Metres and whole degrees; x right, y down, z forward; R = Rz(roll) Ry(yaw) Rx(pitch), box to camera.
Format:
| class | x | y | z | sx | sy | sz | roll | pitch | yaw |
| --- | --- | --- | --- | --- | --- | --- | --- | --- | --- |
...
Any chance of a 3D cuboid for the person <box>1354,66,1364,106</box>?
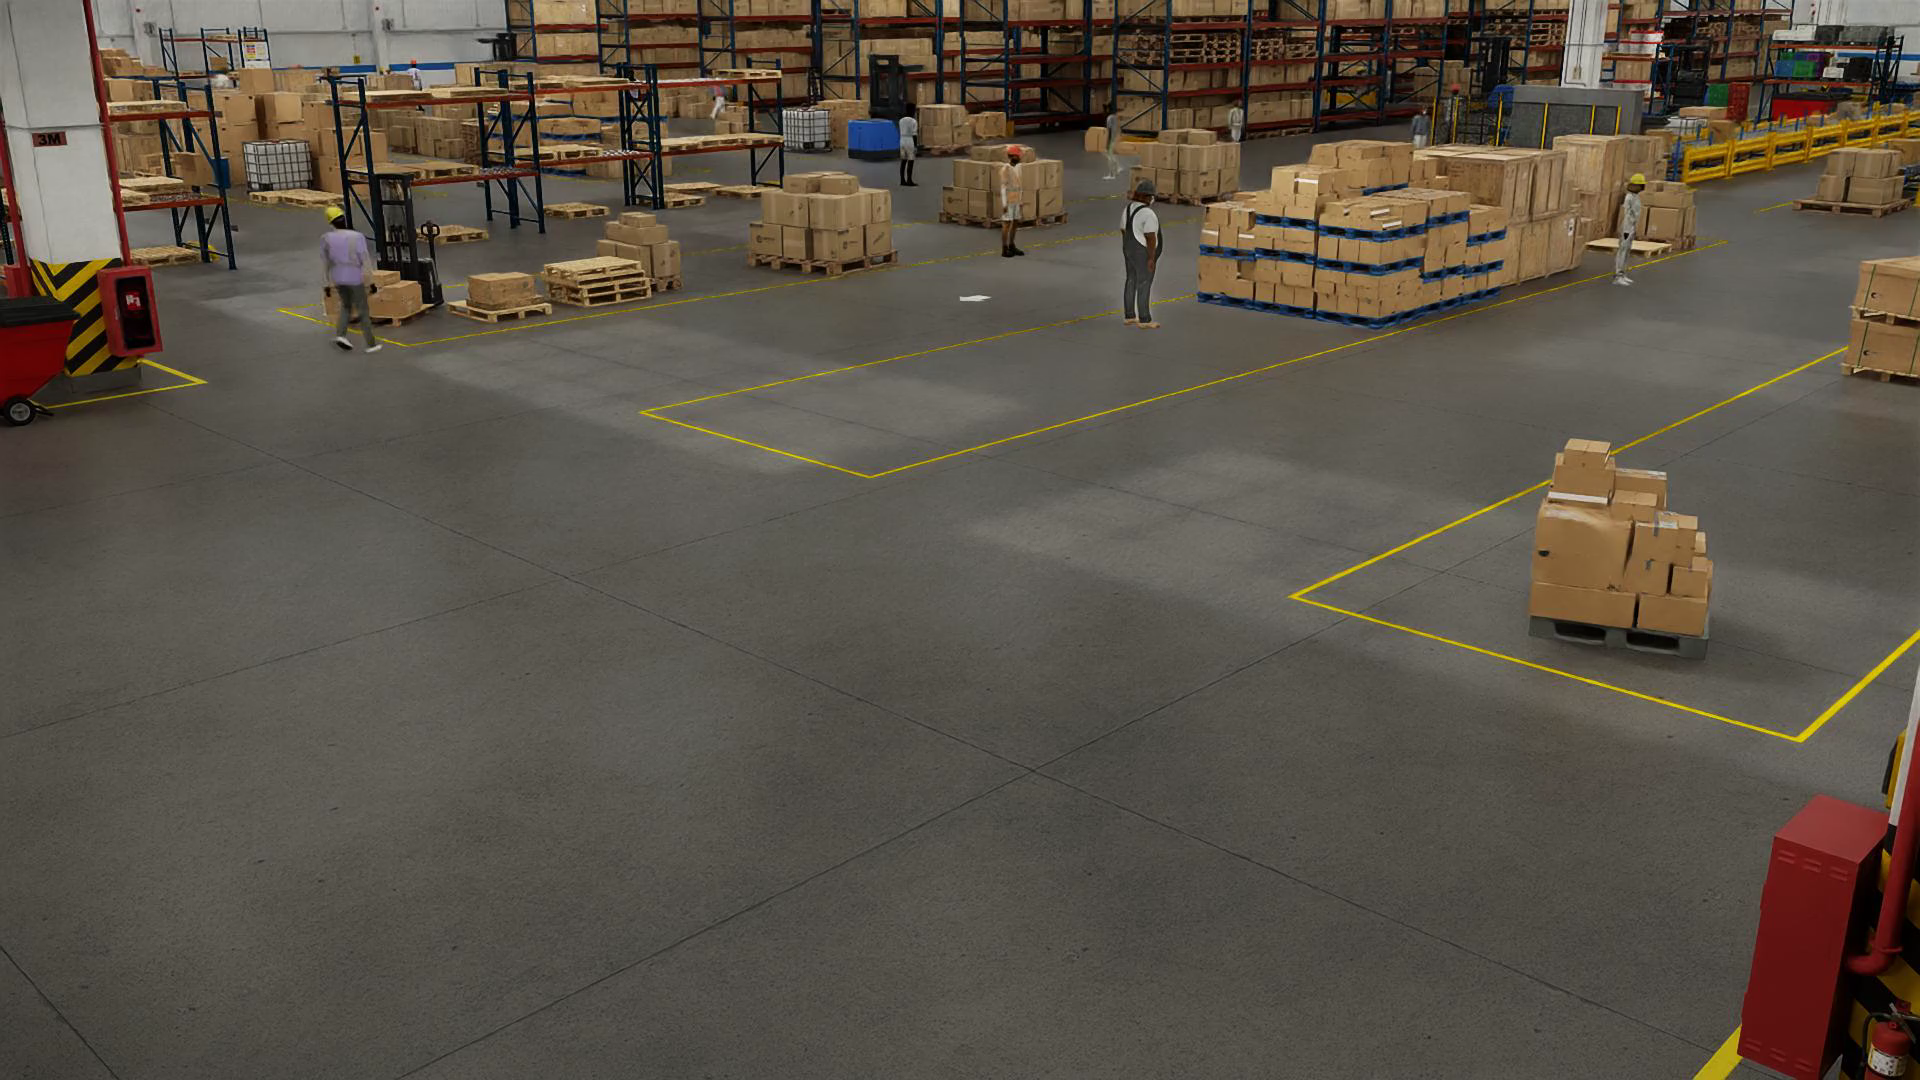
| class | x | y | z | sx | sy | sz | roll | pitch | yaw |
| --- | --- | --- | --- | --- | --- | --- | --- | --- | --- |
| person | 15.020 | -16.852 | 62.323 | 0.667 | 1.741 | 0.520 | 11 | 22 | 31 |

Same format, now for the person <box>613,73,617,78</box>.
| class | x | y | z | sx | sy | sz | roll | pitch | yaw |
| --- | --- | --- | --- | --- | --- | --- | --- | --- | --- |
| person | -11.011 | -14.061 | 53.615 | 0.635 | 1.939 | 0.362 | 3 | 19 | 8 |

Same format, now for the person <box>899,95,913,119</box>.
| class | x | y | z | sx | sy | sz | roll | pitch | yaw |
| --- | --- | --- | --- | --- | --- | --- | --- | --- | --- |
| person | -1.591 | -11.945 | 47.733 | 0.532 | 1.622 | 0.444 | -9 | 20 | -25 |

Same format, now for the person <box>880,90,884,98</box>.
| class | x | y | z | sx | sy | sz | roll | pitch | yaw |
| --- | --- | --- | --- | --- | --- | --- | --- | --- | --- |
| person | -2.371 | -12.597 | 49.648 | 0.537 | 1.645 | 0.872 | -6 | 19 | -18 |

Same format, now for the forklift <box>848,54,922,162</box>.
| class | x | y | z | sx | sy | sz | roll | pitch | yaw |
| --- | --- | --- | --- | --- | --- | --- | --- | --- | --- |
| forklift | -2.095 | -11.857 | 45.506 | 1.129 | 2.768 | 1.873 | 17 | 25 | 41 |

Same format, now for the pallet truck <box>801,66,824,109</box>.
| class | x | y | z | sx | sy | sz | roll | pitch | yaw |
| --- | --- | --- | --- | --- | --- | --- | --- | --- | --- |
| pallet truck | -4.812 | -15.182 | 56.903 | 0.823 | 1.965 | 1.885 | -9 | 21 | -26 |

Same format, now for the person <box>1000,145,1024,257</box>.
| class | x | y | z | sx | sy | sz | roll | pitch | yaw |
| --- | --- | --- | --- | --- | --- | --- | --- | --- | --- |
| person | 0.908 | -5.934 | 29.166 | 0.367 | 1.921 | 0.576 | 12 | 22 | 32 |

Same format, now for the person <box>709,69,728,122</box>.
| class | x | y | z | sx | sy | sz | roll | pitch | yaw |
| --- | --- | --- | --- | --- | --- | --- | --- | --- | --- |
| person | -8.542 | -15.713 | 58.807 | 0.897 | 1.808 | 0.623 | -12 | 22 | -33 |

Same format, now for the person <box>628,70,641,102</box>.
| class | x | y | z | sx | sy | sz | roll | pitch | yaw |
| --- | --- | --- | --- | --- | --- | --- | --- | --- | --- |
| person | -11.051 | -14.877 | 56.107 | 0.596 | 1.918 | 0.385 | -10 | 21 | -28 |

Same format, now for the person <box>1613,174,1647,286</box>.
| class | x | y | z | sx | sy | sz | roll | pitch | yaw |
| --- | --- | --- | --- | --- | --- | --- | --- | --- | --- |
| person | 10.662 | -4.938 | 26.436 | 0.313 | 1.744 | 0.487 | 12 | 22 | 33 |

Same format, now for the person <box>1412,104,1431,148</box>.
| class | x | y | z | sx | sy | sz | roll | pitch | yaw |
| --- | --- | --- | --- | --- | --- | --- | --- | --- | --- |
| person | 12.189 | -10.730 | 44.092 | 0.507 | 1.618 | 0.523 | -4 | 19 | -11 |

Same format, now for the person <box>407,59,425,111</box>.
| class | x | y | z | sx | sy | sz | roll | pitch | yaw |
| --- | --- | --- | --- | --- | --- | --- | --- | --- | --- |
| person | -20.901 | -17.466 | 63.880 | 0.553 | 1.933 | 0.368 | 5 | 19 | 15 |

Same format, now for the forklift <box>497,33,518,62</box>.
| class | x | y | z | sx | sy | sz | roll | pitch | yaw |
| --- | --- | --- | --- | --- | --- | --- | --- | --- | --- |
| forklift | -17.950 | -18.779 | 66.360 | 1.129 | 2.768 | 1.873 | 17 | 25 | 41 |

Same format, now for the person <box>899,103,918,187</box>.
| class | x | y | z | sx | sy | sz | roll | pitch | yaw |
| --- | --- | --- | --- | --- | --- | --- | --- | --- | --- |
| person | -1.207 | -9.363 | 39.448 | 0.394 | 1.958 | 0.599 | -16 | 24 | -39 |

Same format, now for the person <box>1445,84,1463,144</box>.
| class | x | y | z | sx | sy | sz | roll | pitch | yaw |
| --- | --- | --- | --- | --- | --- | --- | --- | --- | --- |
| person | 14.145 | -12.076 | 47.647 | 0.556 | 1.923 | 0.479 | 14 | 23 | 36 |

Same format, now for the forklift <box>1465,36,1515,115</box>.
| class | x | y | z | sx | sy | sz | roll | pitch | yaw |
| --- | --- | --- | --- | --- | --- | --- | --- | --- | --- |
| forklift | 19.973 | -17.201 | 61.605 | 1.873 | 2.768 | 1.129 | 16 | 24 | 40 |

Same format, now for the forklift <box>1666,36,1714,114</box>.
| class | x | y | z | sx | sy | sz | roll | pitch | yaw |
| --- | --- | --- | --- | --- | --- | --- | --- | --- | --- |
| forklift | 27.341 | -17.291 | 61.877 | 1.129 | 2.768 | 1.873 | 17 | 25 | 41 |

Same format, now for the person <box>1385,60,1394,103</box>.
| class | x | y | z | sx | sy | sz | roll | pitch | yaw |
| --- | --- | --- | --- | --- | --- | --- | --- | --- | --- |
| person | 15.769 | -16.616 | 61.195 | 0.906 | 2.011 | 0.615 | 3 | 19 | 9 |

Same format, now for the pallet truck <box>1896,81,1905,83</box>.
| class | x | y | z | sx | sy | sz | roll | pitch | yaw |
| --- | --- | --- | --- | --- | --- | --- | --- | --- | --- |
| pallet truck | 34.802 | -16.331 | 61.455 | 0.653 | 1.274 | 1.630 | 17 | 25 | 41 |

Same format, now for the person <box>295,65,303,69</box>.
| class | x | y | z | sx | sy | sz | roll | pitch | yaw |
| --- | --- | --- | --- | --- | --- | --- | --- | --- | --- |
| person | -23.486 | -15.903 | 59.189 | 1.049 | 1.940 | 0.629 | 8 | 20 | 22 |

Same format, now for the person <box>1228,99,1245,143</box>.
| class | x | y | z | sx | sy | sz | roll | pitch | yaw |
| --- | --- | --- | --- | --- | --- | --- | --- | --- | --- |
| person | 7.618 | -11.291 | 45.753 | 0.539 | 1.620 | 0.415 | -13 | 22 | -34 |

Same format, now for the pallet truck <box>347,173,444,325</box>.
| class | x | y | z | sx | sy | sz | roll | pitch | yaw |
| --- | --- | --- | --- | --- | --- | --- | --- | --- | --- |
| pallet truck | -8.209 | -4.181 | 23.757 | 0.823 | 1.965 | 1.885 | 3 | 19 | 9 |

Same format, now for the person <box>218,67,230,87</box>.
| class | x | y | z | sx | sy | sz | roll | pitch | yaw |
| --- | --- | --- | --- | --- | --- | --- | --- | --- | --- |
| person | -25.713 | -15.616 | 58.384 | 0.645 | 1.886 | 0.829 | 11 | 21 | 30 |

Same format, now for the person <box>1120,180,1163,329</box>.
| class | x | y | z | sx | sy | sz | roll | pitch | yaw |
| --- | --- | --- | --- | --- | --- | --- | --- | --- | --- |
| person | 2.540 | -3.963 | 23.033 | 0.536 | 2.000 | 0.682 | -9 | 21 | -26 |

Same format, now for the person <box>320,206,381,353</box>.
| class | x | y | z | sx | sy | sz | roll | pitch | yaw |
| --- | --- | --- | --- | --- | --- | --- | --- | --- | --- |
| person | -7.882 | -3.343 | 21.429 | 0.634 | 1.882 | 0.437 | 3 | 19 | 8 |

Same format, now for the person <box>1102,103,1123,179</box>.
| class | x | y | z | sx | sy | sz | roll | pitch | yaw |
| --- | --- | --- | --- | --- | --- | --- | --- | --- | --- |
| person | 3.737 | -9.855 | 41.106 | 0.478 | 1.845 | 0.519 | 2 | 18 | 5 |
